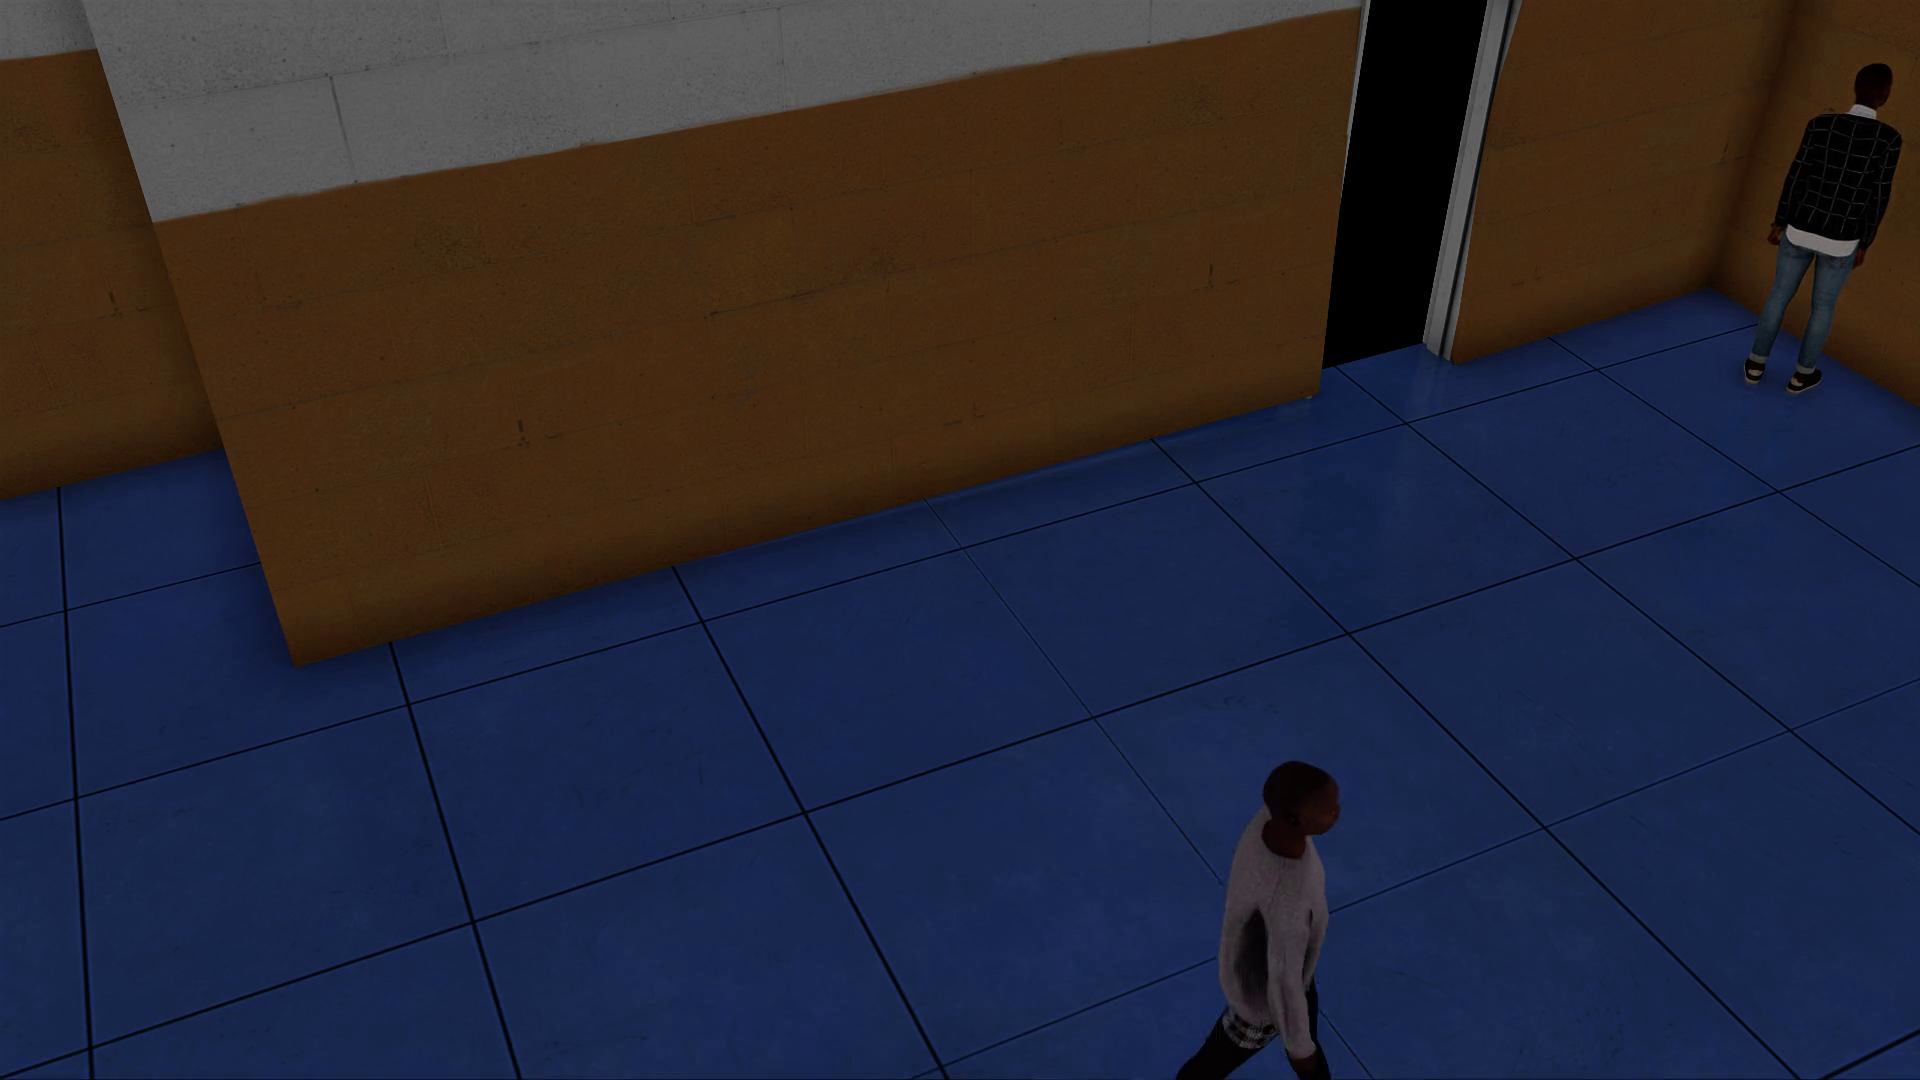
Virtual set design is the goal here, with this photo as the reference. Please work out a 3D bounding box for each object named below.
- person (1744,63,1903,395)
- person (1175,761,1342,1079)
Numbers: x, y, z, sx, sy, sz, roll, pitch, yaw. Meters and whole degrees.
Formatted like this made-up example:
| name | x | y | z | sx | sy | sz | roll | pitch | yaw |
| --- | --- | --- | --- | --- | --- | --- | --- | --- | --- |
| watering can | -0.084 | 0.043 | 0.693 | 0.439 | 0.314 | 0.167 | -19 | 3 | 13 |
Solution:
| name | x | y | z | sx | sy | sz | roll | pitch | yaw |
| --- | --- | --- | --- | --- | --- | --- | --- | --- | --- |
| person | 4.597 | -1.639 | 8.866 | 0.680 | 1.820 | 0.805 | 23 | 43 | 27 |
| person | 0.815 | 1.310 | 5.001 | 1.078 | 1.744 | 1.102 | 6 | 37 | 8 |
